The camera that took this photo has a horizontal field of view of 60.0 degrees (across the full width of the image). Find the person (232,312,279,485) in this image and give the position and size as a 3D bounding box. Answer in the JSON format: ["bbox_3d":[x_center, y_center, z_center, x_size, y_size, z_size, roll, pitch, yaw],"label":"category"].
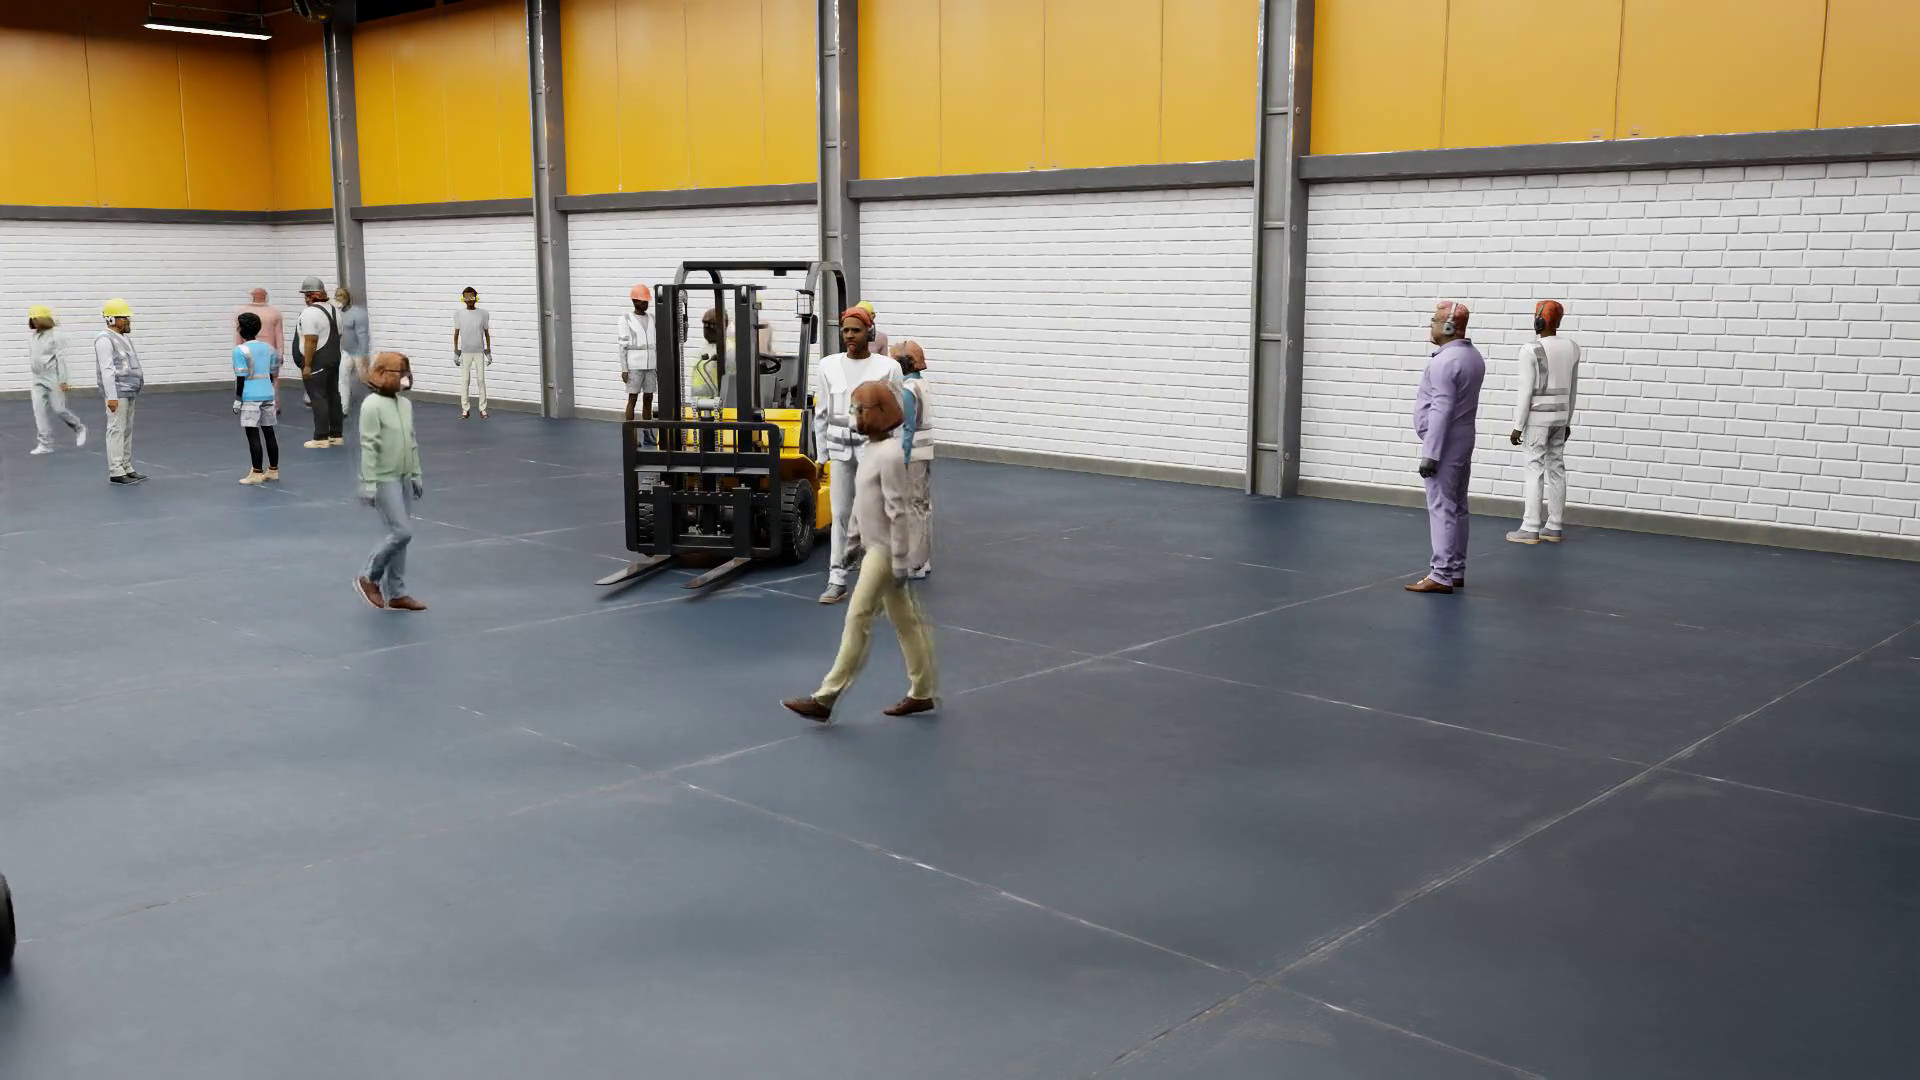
[{"bbox_3d":[-6.936,-1.384,16.353,0.319,1.697,0.532,3,10,16],"label":"person"}]

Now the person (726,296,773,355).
[{"bbox_3d":[-2.292,-1.793,18.240,0.586,1.898,0.877,-5,11,-28],"label":"person"}]

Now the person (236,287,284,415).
[{"bbox_3d":[-10.000,-2.676,23.783,0.655,1.865,0.980,-2,10,-13],"label":"person"}]

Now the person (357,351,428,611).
[{"bbox_3d":[-3.468,-0.350,10.212,0.355,1.619,0.527,2,9,10],"label":"person"}]

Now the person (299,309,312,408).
[{"bbox_3d":[-9.679,-2.843,24.941,0.531,1.809,0.994,-7,11,-35],"label":"person"}]

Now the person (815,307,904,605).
[{"bbox_3d":[-0.642,-0.523,10.501,0.572,1.883,0.358,2,10,13],"label":"person"}]

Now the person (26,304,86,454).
[{"bbox_3d":[-10.512,-1.870,19.244,0.492,1.719,0.662,2,10,13],"label":"person"}]

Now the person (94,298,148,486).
[{"bbox_3d":[-8.248,-1.454,16.365,0.404,1.829,0.600,-2,9,-9],"label":"person"}]

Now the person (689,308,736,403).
[{"bbox_3d":[-2.070,-1.112,14.411,0.966,1.794,0.691,-4,10,-22],"label":"person"}]

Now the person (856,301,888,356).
[{"bbox_3d":[-1.035,-1.719,18.193,0.526,1.769,0.316,-5,10,-28],"label":"person"}]

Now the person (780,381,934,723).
[{"bbox_3d":[-0.476,0.068,7.727,0.801,1.595,0.525,-2,9,-13],"label":"person"}]

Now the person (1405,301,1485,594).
[{"bbox_3d":[3.177,-0.606,10.927,0.409,1.913,0.647,6,11,34],"label":"person"}]

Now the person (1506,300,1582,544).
[{"bbox_3d":[4.507,-0.907,12.853,0.575,1.885,0.355,-5,10,-26],"label":"person"}]

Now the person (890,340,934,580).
[{"bbox_3d":[-0.329,-0.543,11.372,0.309,1.640,0.513,2,9,11],"label":"person"}]

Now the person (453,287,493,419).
[{"bbox_3d":[-6.919,-2.656,23.619,0.531,1.870,0.317,-3,10,-18],"label":"person"}]

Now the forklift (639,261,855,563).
[{"bbox_3d":[-1.552,-1.040,12.721,1.214,2.155,2.313,2,9,11],"label":"forklift"}]

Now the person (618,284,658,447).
[{"bbox_3d":[-3.792,-2.073,19.846,0.553,1.933,0.368,-9,13,-44],"label":"person"}]

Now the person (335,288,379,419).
[{"bbox_3d":[-8.514,-2.646,23.619,0.641,1.875,1.032,5,10,27],"label":"person"}]

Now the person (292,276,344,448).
[{"bbox_3d":[-7.662,-2.117,19.790,0.536,2.000,0.688,2,9,10],"label":"person"}]
